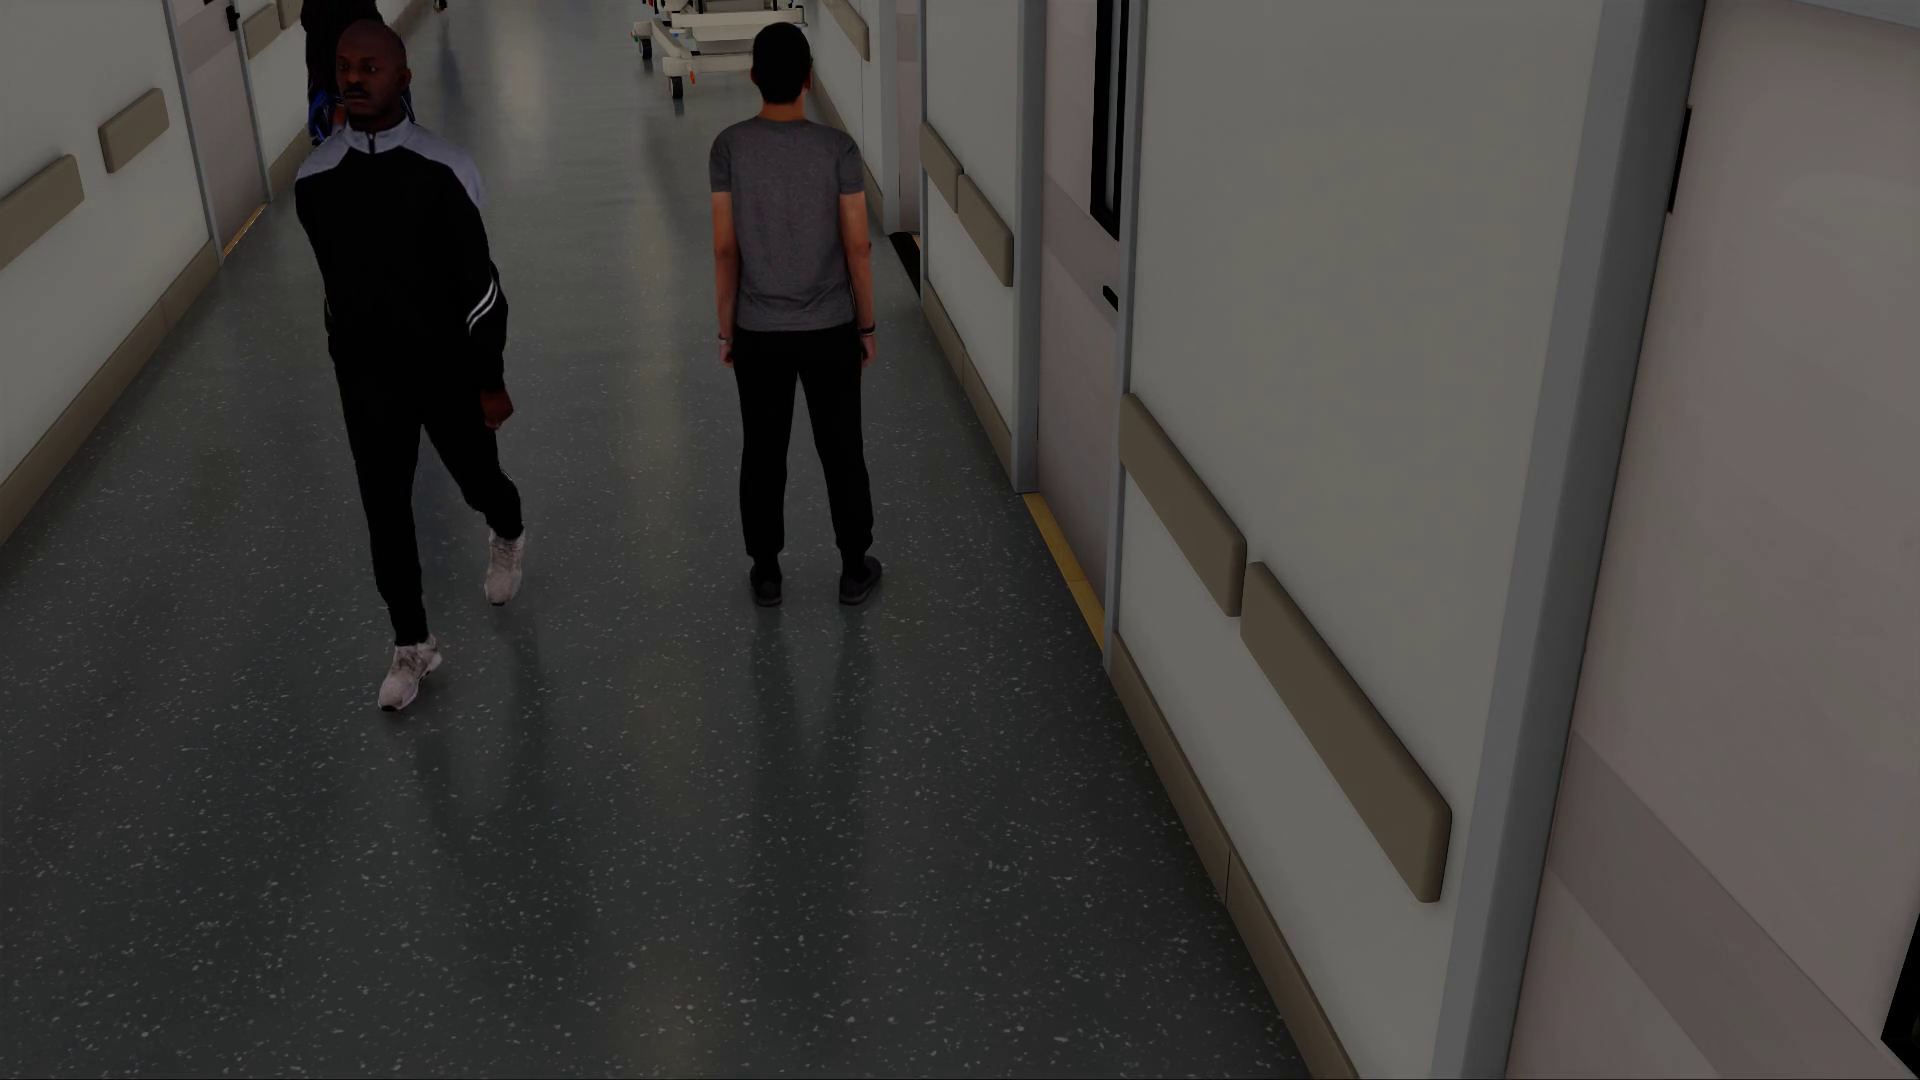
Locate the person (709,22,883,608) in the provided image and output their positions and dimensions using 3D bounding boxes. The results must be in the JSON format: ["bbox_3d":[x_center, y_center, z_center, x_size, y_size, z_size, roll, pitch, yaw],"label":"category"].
[{"bbox_3d":[-0.493,-0.635,4.953,0.518,1.754,0.716,0,26,0],"label":"person"}]

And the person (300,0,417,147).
[{"bbox_3d":[-2.574,-1.617,7.182,0.930,1.587,0.731,-2,26,-4],"label":"person"}]

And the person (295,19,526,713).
[{"bbox_3d":[-1.485,-0.527,4.663,1.134,1.810,0.893,1,26,1],"label":"person"}]
